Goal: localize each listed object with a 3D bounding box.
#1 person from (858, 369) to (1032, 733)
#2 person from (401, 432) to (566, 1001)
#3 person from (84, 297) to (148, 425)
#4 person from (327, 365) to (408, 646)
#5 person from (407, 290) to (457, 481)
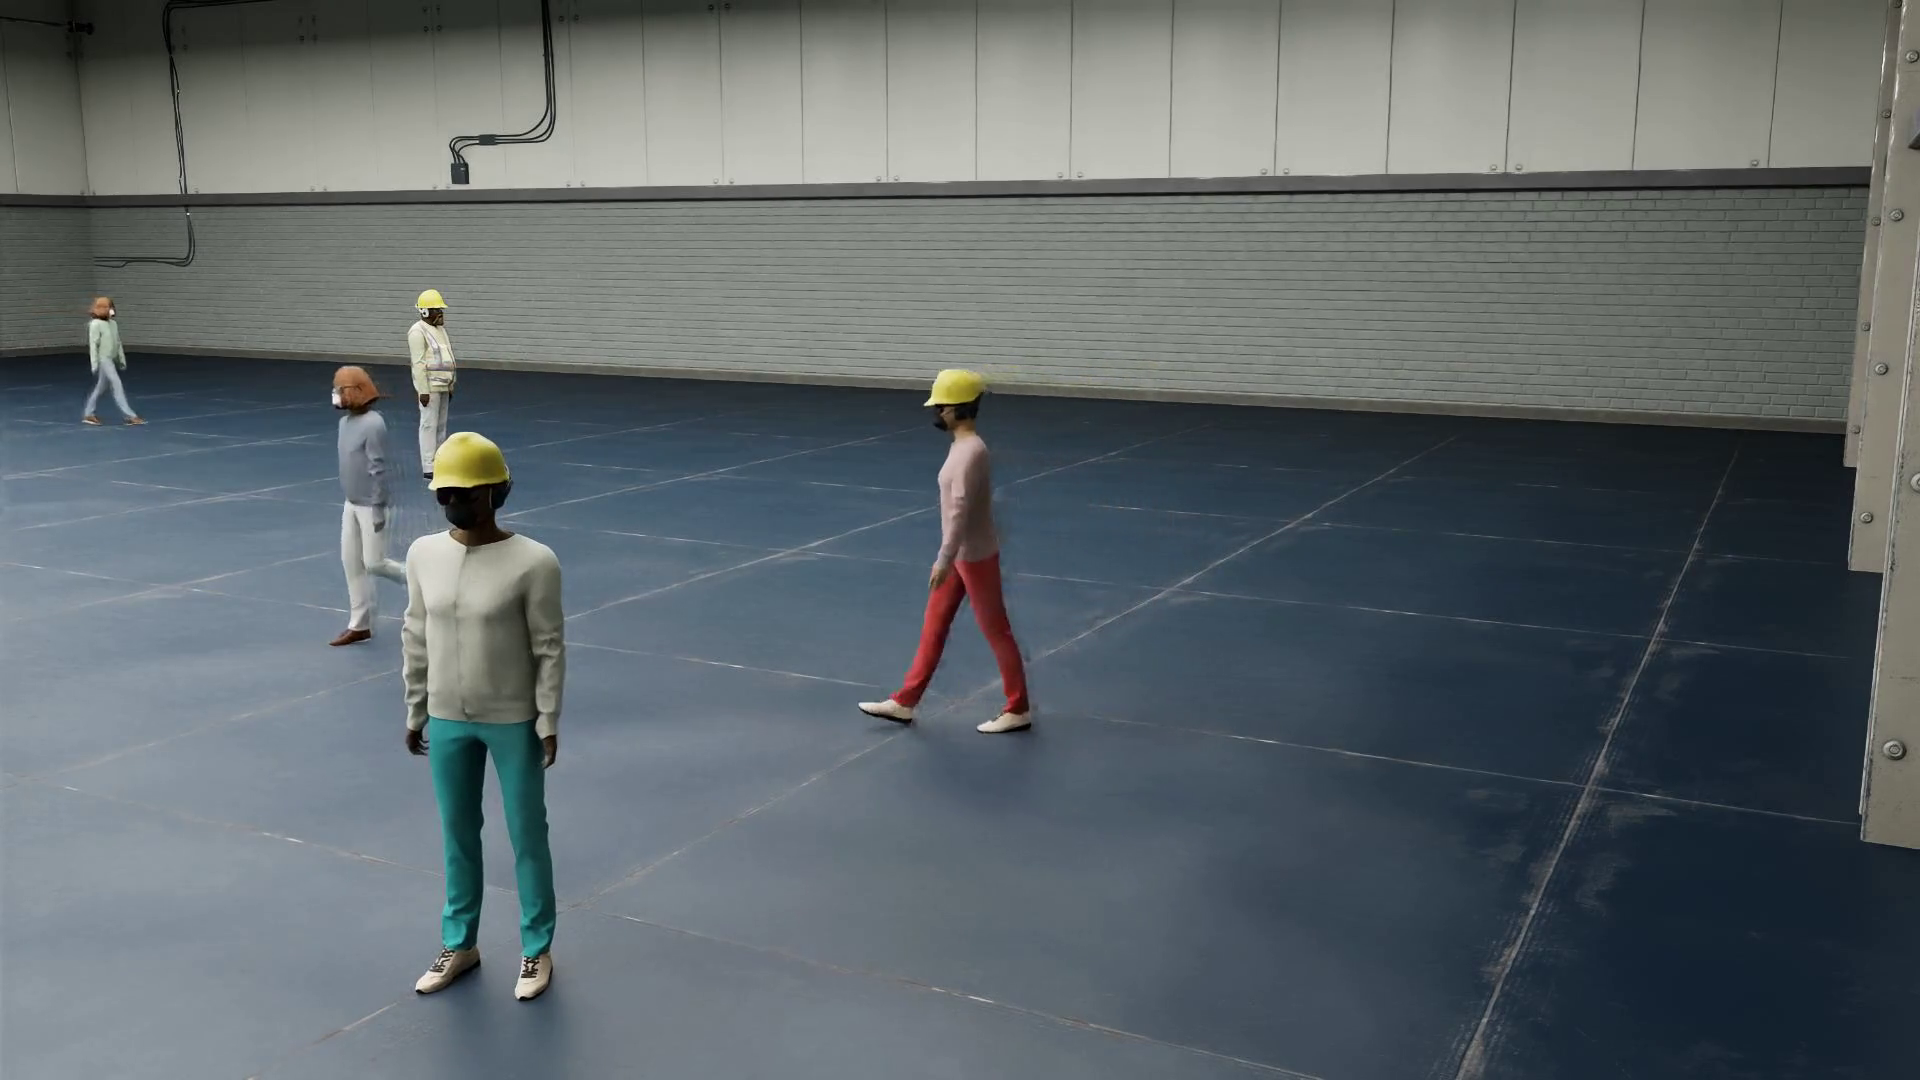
[{"bbox_3d":[-0.059,0.073,7.785,0.871,1.724,0.536,-1,10,-8],"label":"person"},{"bbox_3d":[-1.467,0.545,5.117,0.522,1.769,0.317,2,11,10],"label":"person"},{"bbox_3d":[-10.575,-2.212,20.642,0.841,1.589,0.512,0,10,0],"label":"person"},{"bbox_3d":[-3.367,-0.205,9.600,0.505,1.619,0.578,10,14,43],"label":"person"},{"bbox_3d":[-5.040,-1.478,15.972,0.404,1.832,0.598,1,10,5],"label":"person"}]
